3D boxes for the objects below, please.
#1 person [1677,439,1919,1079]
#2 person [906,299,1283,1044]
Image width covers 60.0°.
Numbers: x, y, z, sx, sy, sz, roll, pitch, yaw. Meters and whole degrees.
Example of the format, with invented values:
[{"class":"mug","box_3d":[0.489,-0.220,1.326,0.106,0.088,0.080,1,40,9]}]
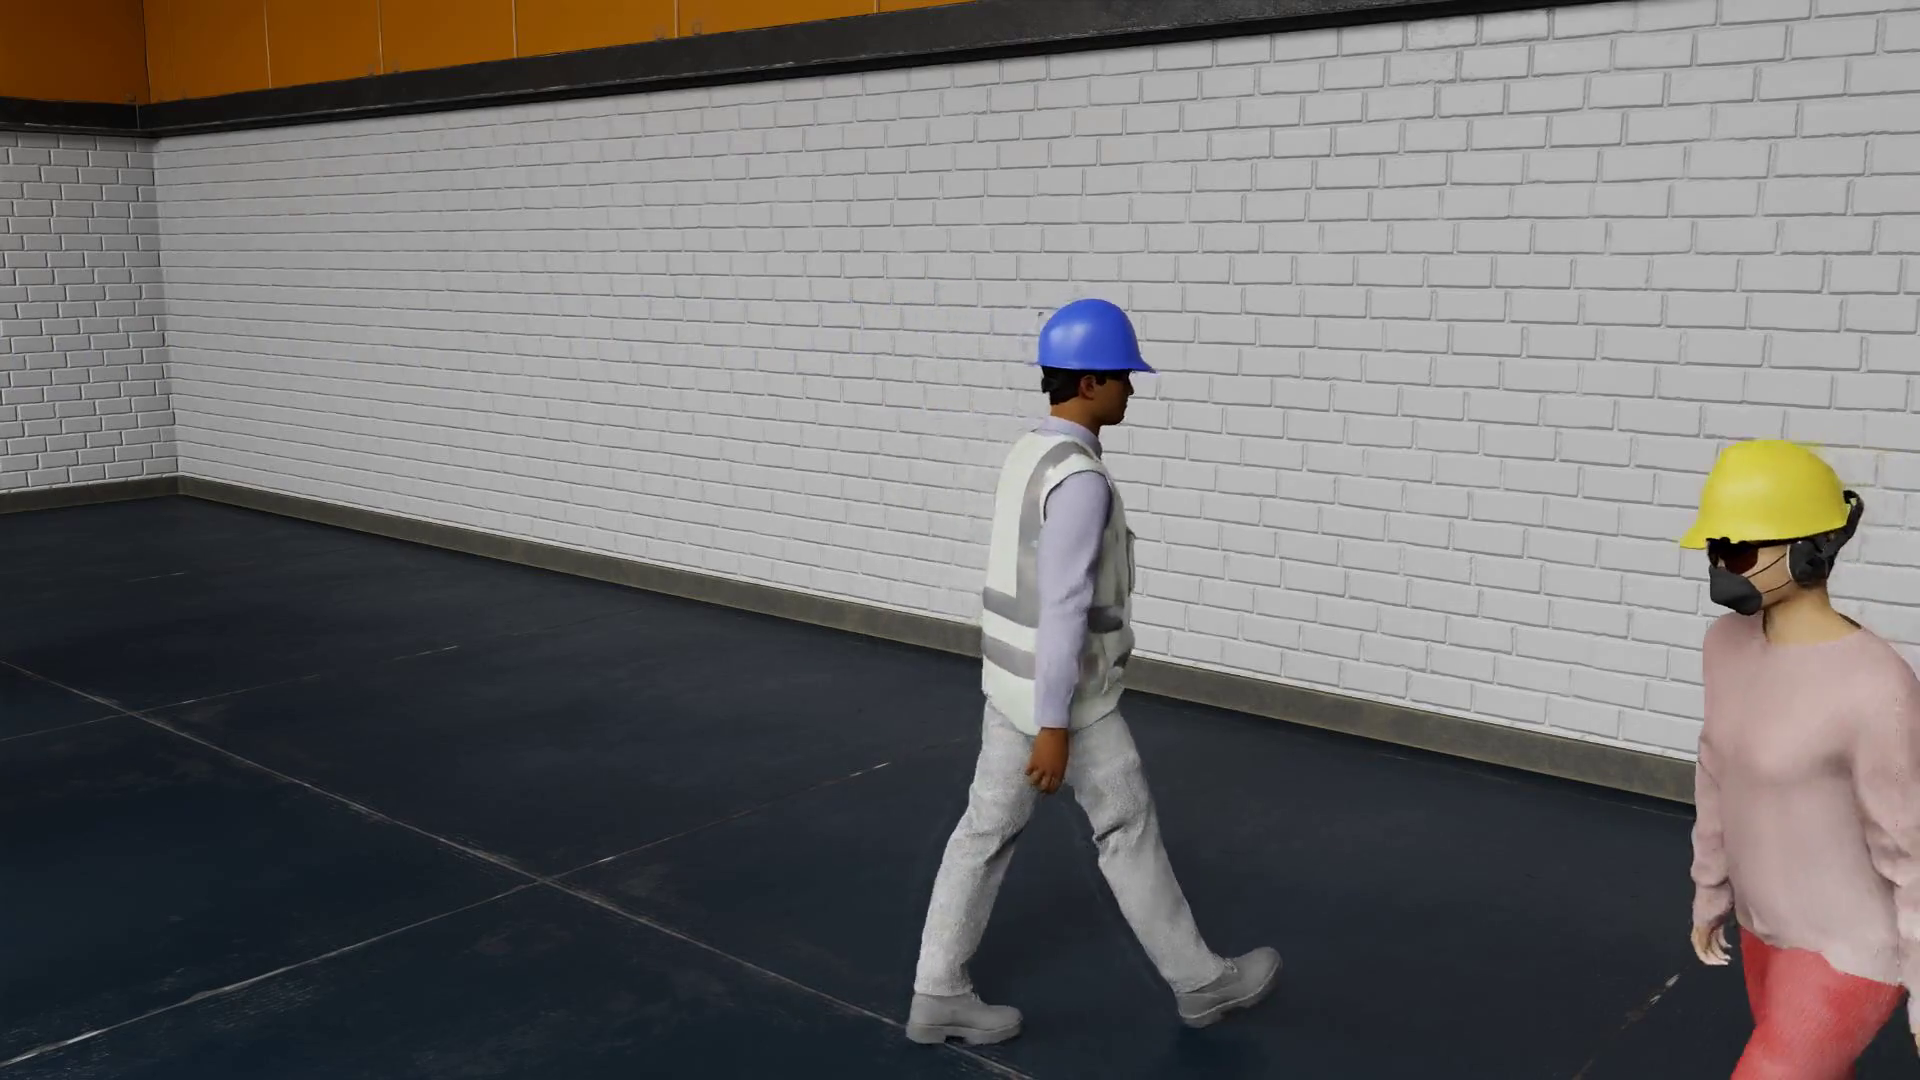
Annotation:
[{"class":"person","box_3d":[1.544,0.672,2.873,0.837,1.722,0.541,-1,10,-5]},{"class":"person","box_3d":[0.320,0.352,4.185,1.013,1.890,0.635,-2,10,-13]}]
